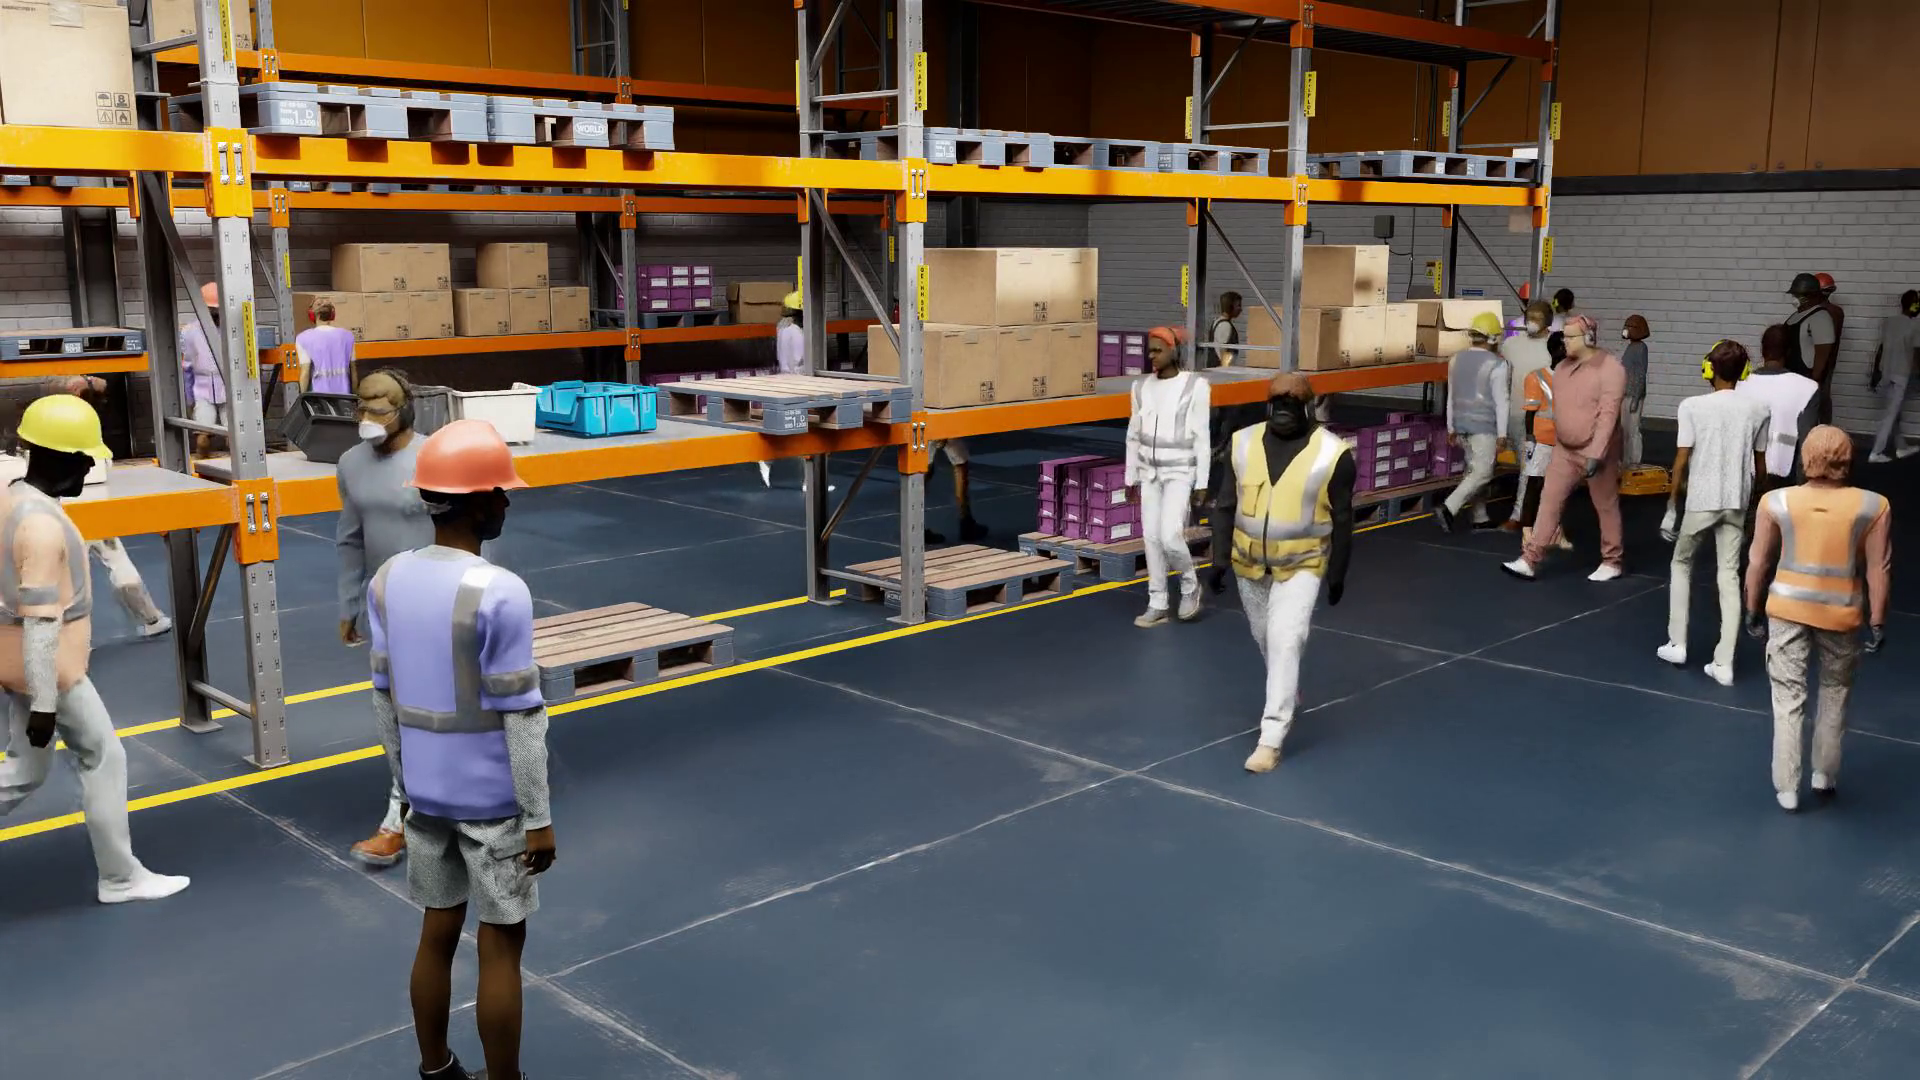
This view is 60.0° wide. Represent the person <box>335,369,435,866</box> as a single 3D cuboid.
[{"bbox_3d":[-2.212,0.285,6.503,0.645,1.889,0.939,5,12,26],"label":"person"}]

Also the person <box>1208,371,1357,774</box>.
[{"bbox_3d":[1.515,0.102,7.771,0.617,1.802,0.980,6,12,31],"label":"person"}]

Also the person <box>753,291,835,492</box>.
[{"bbox_3d":[-1.552,-1.375,15.509,0.681,1.904,0.596,-3,11,-18],"label":"person"}]

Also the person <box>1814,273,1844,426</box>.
[{"bbox_3d":[9.413,-1.931,18.294,0.611,1.996,0.379,-6,12,-29],"label":"person"}]

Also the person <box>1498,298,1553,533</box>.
[{"bbox_3d":[4.720,-1.030,13.663,0.790,1.933,0.638,-8,13,-36],"label":"person"}]

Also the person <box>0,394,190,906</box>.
[{"bbox_3d":[-3.237,0.435,5.721,0.884,1.874,0.639,-8,13,-38],"label":"person"}]

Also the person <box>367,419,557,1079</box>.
[{"bbox_3d":[-1.273,0.648,4.392,0.552,1.935,0.366,6,12,31],"label":"person"}]

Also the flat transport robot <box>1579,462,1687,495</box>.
[{"bbox_3d":[6.160,-0.637,15.949,0.652,0.197,1.431,-5,12,-27],"label":"flat transport robot"}]

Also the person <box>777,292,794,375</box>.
[{"bbox_3d":[-1.933,-2.002,19.372,0.304,1.745,0.483,-9,14,-40],"label":"person"}]

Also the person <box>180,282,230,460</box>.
[{"bbox_3d":[-6.480,-1.255,14.588,0.623,2.004,0.678,-2,11,-9],"label":"person"}]

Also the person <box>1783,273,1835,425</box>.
[{"bbox_3d":[8.325,-1.635,16.562,0.538,2.000,0.689,1,10,3],"label":"person"}]

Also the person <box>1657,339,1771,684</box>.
[{"bbox_3d":[4.110,-0.173,9.134,0.599,1.835,0.738,1,10,5],"label":"person"}]

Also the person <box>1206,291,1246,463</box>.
[{"bbox_3d":[2.799,-1.698,17.506,0.451,1.825,0.498,-2,11,-12],"label":"person"}]

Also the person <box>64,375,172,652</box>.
[{"bbox_3d":[-4.941,-0.144,9.628,0.854,1.596,0.524,-5,12,-26],"label":"person"}]

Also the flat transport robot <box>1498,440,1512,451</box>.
[{"bbox_3d":[5.745,-0.892,17.337,0.652,0.197,1.431,-3,11,-14],"label":"flat transport robot"}]

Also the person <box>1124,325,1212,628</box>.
[{"bbox_3d":[1.255,-0.380,10.185,0.599,1.866,0.428,10,14,43],"label":"person"}]

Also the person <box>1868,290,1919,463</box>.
[{"bbox_3d":[10.066,-1.736,17.693,0.899,1.820,0.578,-3,11,-17],"label":"person"}]

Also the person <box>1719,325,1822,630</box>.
[{"bbox_3d":[4.991,-0.392,10.304,0.603,1.853,1.004,8,13,38],"label":"person"}]

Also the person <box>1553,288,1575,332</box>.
[{"bbox_3d":[6.546,-1.824,18.153,0.597,1.835,0.678,-1,10,-6],"label":"person"}]

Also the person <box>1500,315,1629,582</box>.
[{"bbox_3d":[4.241,-0.605,11.448,0.972,1.854,0.654,-6,12,-28],"label":"person"}]

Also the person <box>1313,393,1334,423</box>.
[{"bbox_3d":[3.375,-1.487,16.152,0.611,1.903,1.031,10,14,44],"label":"person"}]

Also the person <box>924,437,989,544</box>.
[{"bbox_3d":[-0.108,-0.914,13.077,0.821,1.876,0.548,-7,12,-33],"label":"person"}]

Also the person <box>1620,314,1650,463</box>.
[{"bbox_3d":[6.580,-1.390,16.326,0.280,1.636,0.503,1,10,7],"label":"person"}]

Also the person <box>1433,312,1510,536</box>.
[{"bbox_3d":[4.089,-0.912,13.283,0.740,1.802,0.601,-5,11,-25],"label":"person"}]

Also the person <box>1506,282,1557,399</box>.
[{"bbox_3d":[5.719,-1.630,16.811,0.544,1.939,0.354,-3,11,-17],"label":"person"}]

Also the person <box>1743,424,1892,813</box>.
[{"bbox_3d":[3.605,0.318,7.029,0.547,1.615,0.590,5,12,26],"label":"person"}]

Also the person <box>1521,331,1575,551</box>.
[{"bbox_3d":[4.524,-0.750,12.682,0.532,1.693,0.319,-3,11,-16],"label":"person"}]

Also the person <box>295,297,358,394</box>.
[{"bbox_3d":[-5.780,-1.299,15.261,0.372,1.843,0.570,9,14,40],"label":"person"}]
